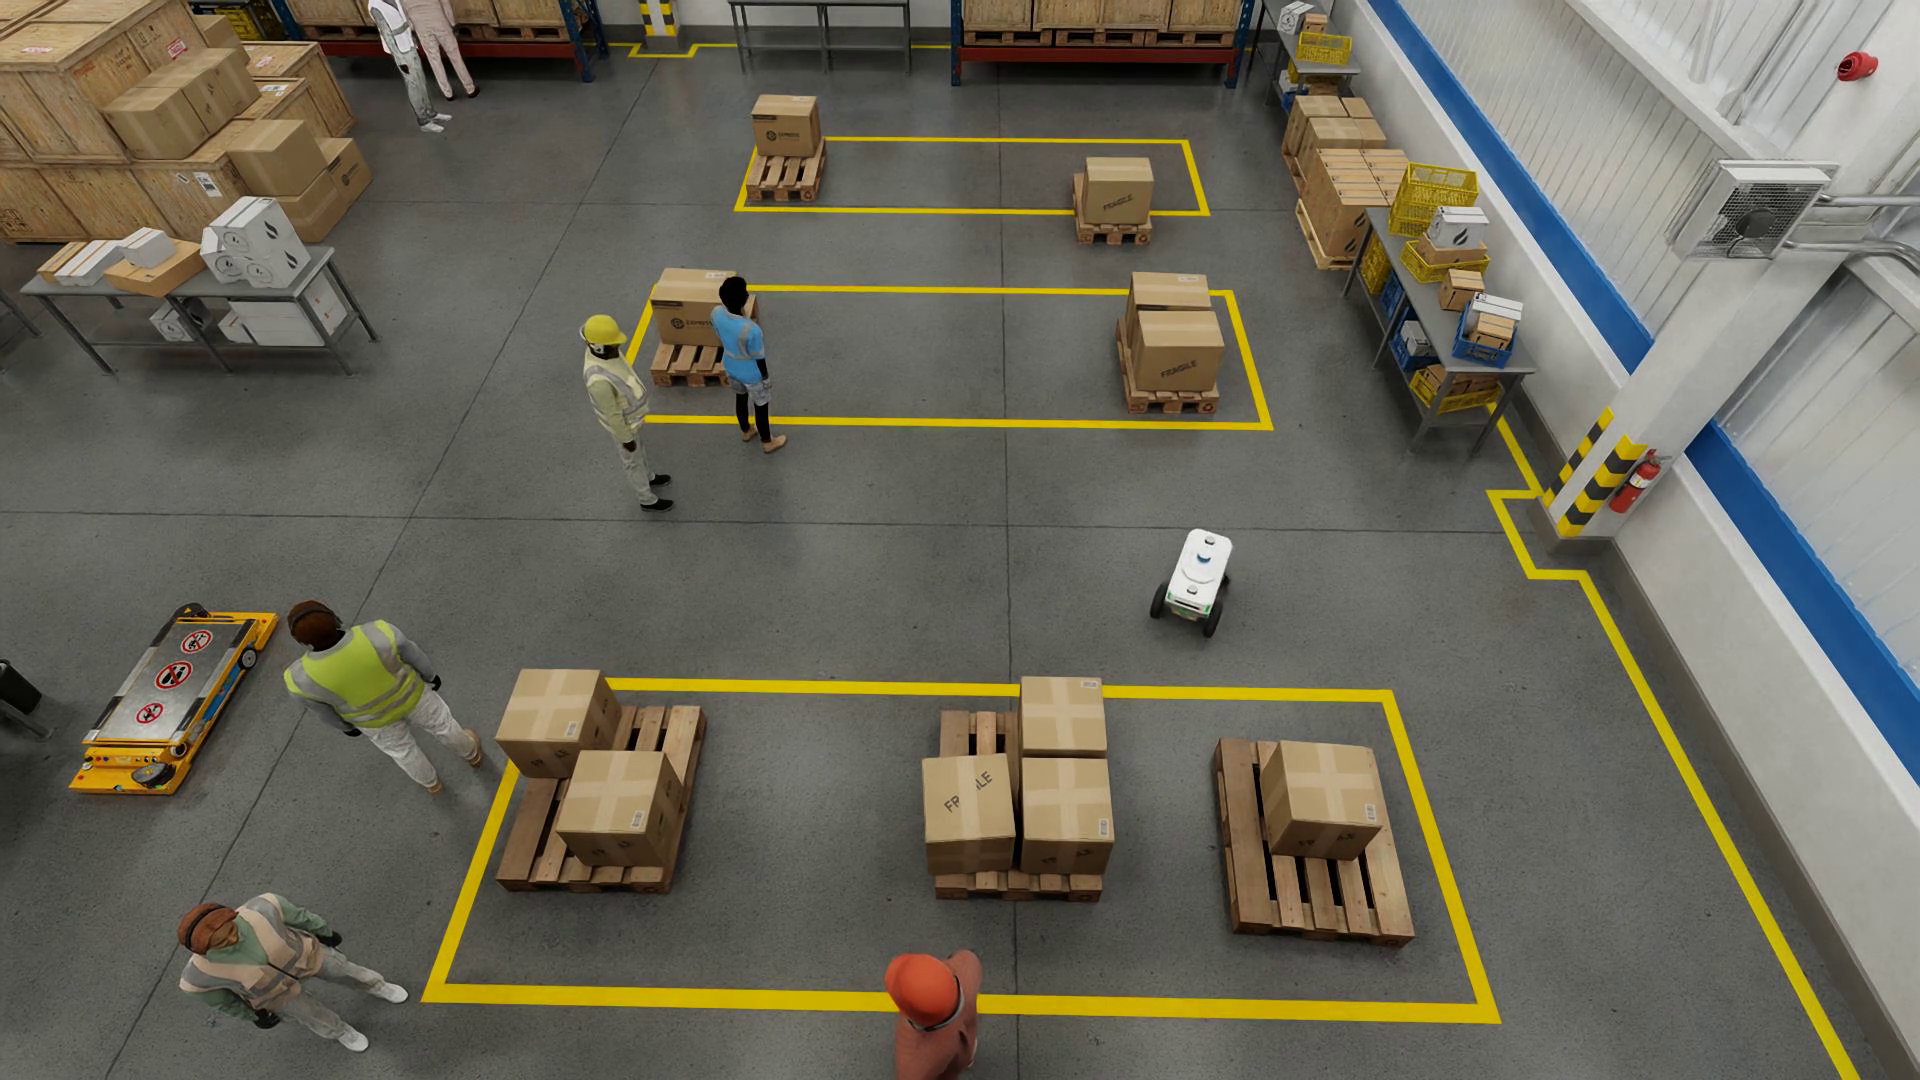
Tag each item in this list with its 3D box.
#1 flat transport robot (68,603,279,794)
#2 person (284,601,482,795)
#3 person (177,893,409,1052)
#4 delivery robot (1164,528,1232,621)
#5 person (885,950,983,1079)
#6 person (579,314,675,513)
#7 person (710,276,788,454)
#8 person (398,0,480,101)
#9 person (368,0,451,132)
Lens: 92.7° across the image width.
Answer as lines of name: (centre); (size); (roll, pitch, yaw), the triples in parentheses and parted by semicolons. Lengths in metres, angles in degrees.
flat transport robot: (-5.504, 1.072, 6.442); (0.652, 0.197, 1.431); (1, 50, 1)
person: (-3.458, 0.954, 5.520); (0.627, 1.846, 0.429); (-36, 58, -26)
person: (-3.373, 2.181, 4.619); (0.313, 1.633, 0.514); (19, 52, 15)
delivery robot: (1.795, 0.249, 6.895); (0.477, 0.478, 0.707); (19, 52, 15)
person: (-0.117, 2.323, 4.262); (0.383, 1.996, 0.609); (21, 53, 17)
person: (-2.608, -0.976, 7.167); (0.404, 1.822, 0.590); (-9, 50, -8)
person: (-1.770, -1.431, 7.637); (0.527, 1.690, 0.318); (31, 56, 24)
person: (-6.956, -6.799, 12.039); (0.642, 1.908, 0.399); (-11, 51, -9)
person: (-6.965, -6.120, 11.462); (0.383, 1.912, 0.584); (-2, 50, -2)
